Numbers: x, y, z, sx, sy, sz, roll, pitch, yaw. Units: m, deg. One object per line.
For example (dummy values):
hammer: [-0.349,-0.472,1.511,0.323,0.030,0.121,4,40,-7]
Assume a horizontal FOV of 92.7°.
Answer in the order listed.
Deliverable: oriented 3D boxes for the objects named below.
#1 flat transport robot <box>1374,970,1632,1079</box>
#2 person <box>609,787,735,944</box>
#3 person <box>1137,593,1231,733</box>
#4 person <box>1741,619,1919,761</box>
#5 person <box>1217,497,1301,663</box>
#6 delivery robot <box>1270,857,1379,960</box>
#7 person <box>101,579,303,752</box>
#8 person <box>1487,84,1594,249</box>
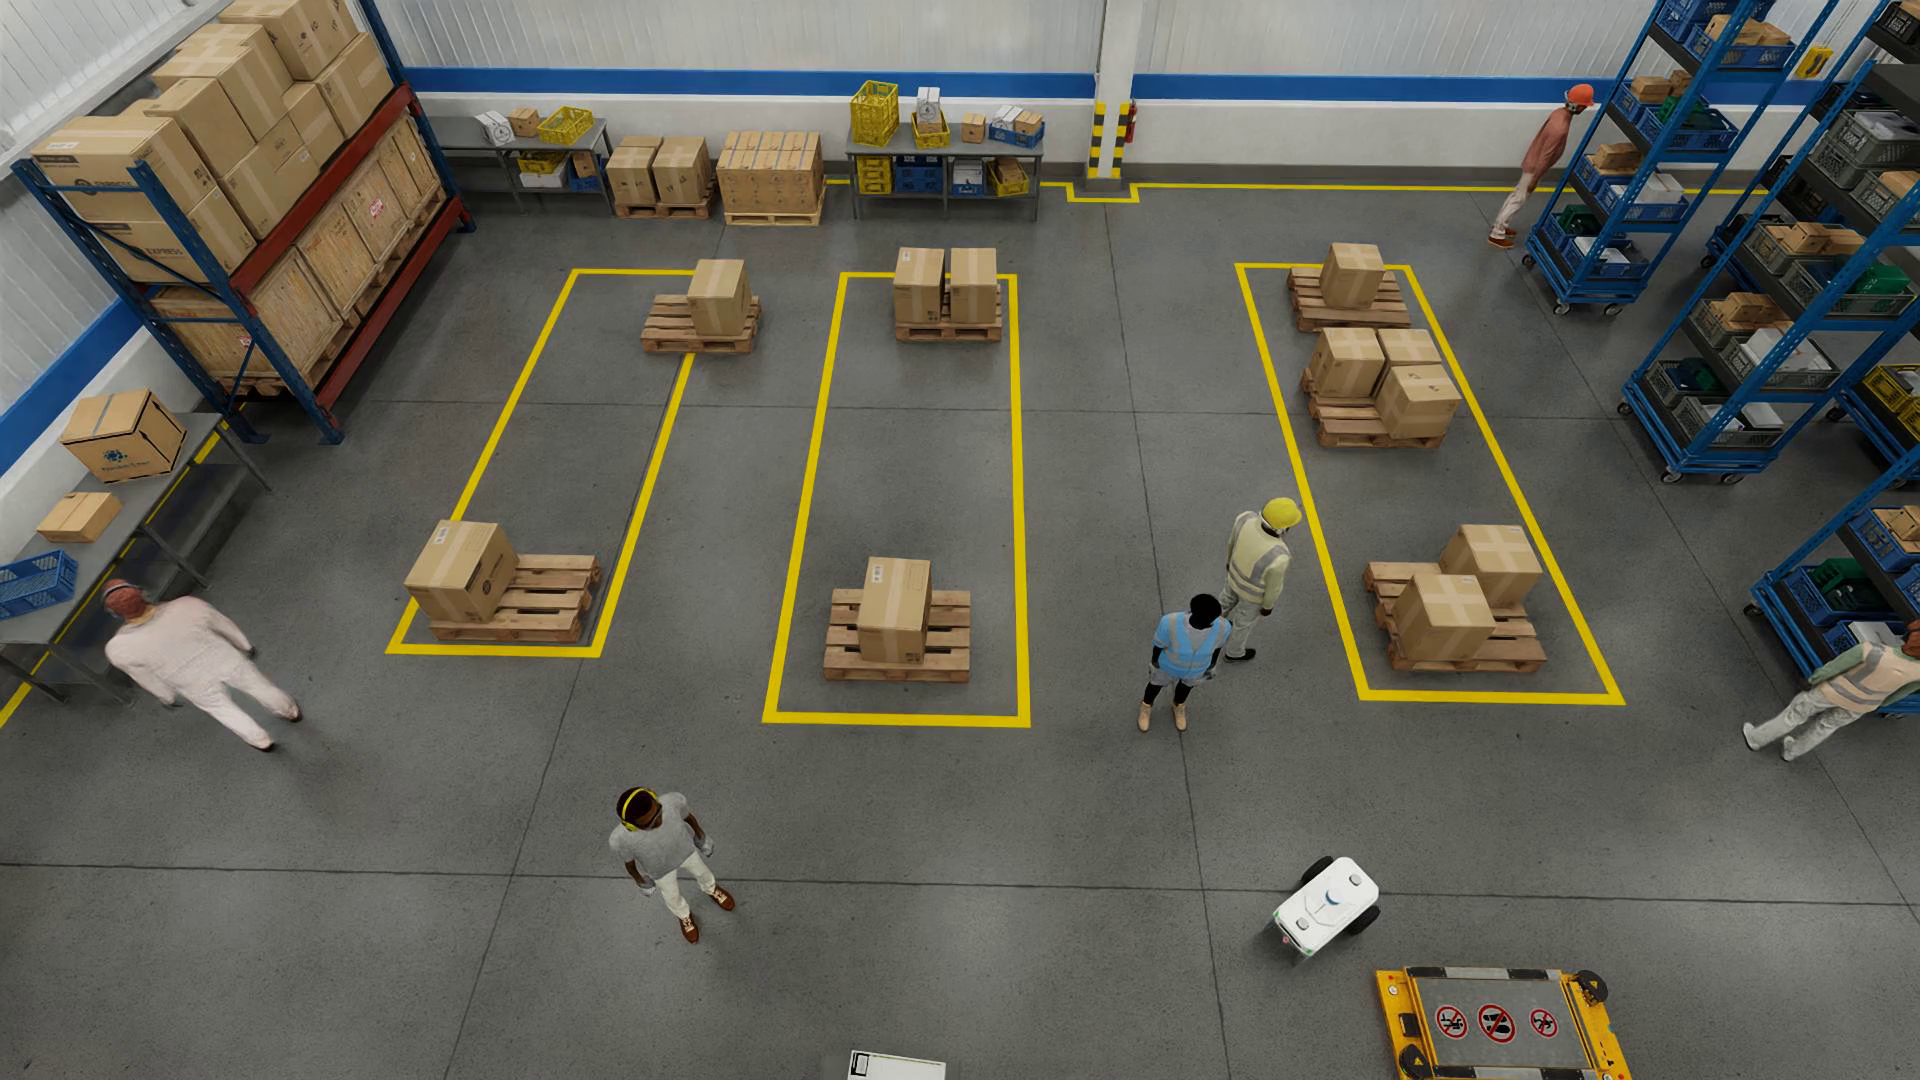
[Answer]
flat transport robot: [3.501,3.133,5.914,1.431,0.197,0.652,1,51,1]
person: [-1.809,2.030,5.792,0.521,1.867,0.325,-37,59,-26]
person: [1.655,0.916,6.810,0.533,1.692,0.319,1,51,1]
person: [6.451,1.128,6.677,0.523,1.631,0.314,19,53,15]
person: [2.305,0.311,7.213,0.403,1.835,0.587,-16,53,-13]
delivery robot: [2.468,2.483,6.204,0.707,0.478,0.477,-28,56,-21]
person: [-5.518,0.914,6.681,0.407,1.913,0.643,29,57,22]
person: [6.975,-4.477,11.024,0.409,1.987,0.608,20,53,15]
